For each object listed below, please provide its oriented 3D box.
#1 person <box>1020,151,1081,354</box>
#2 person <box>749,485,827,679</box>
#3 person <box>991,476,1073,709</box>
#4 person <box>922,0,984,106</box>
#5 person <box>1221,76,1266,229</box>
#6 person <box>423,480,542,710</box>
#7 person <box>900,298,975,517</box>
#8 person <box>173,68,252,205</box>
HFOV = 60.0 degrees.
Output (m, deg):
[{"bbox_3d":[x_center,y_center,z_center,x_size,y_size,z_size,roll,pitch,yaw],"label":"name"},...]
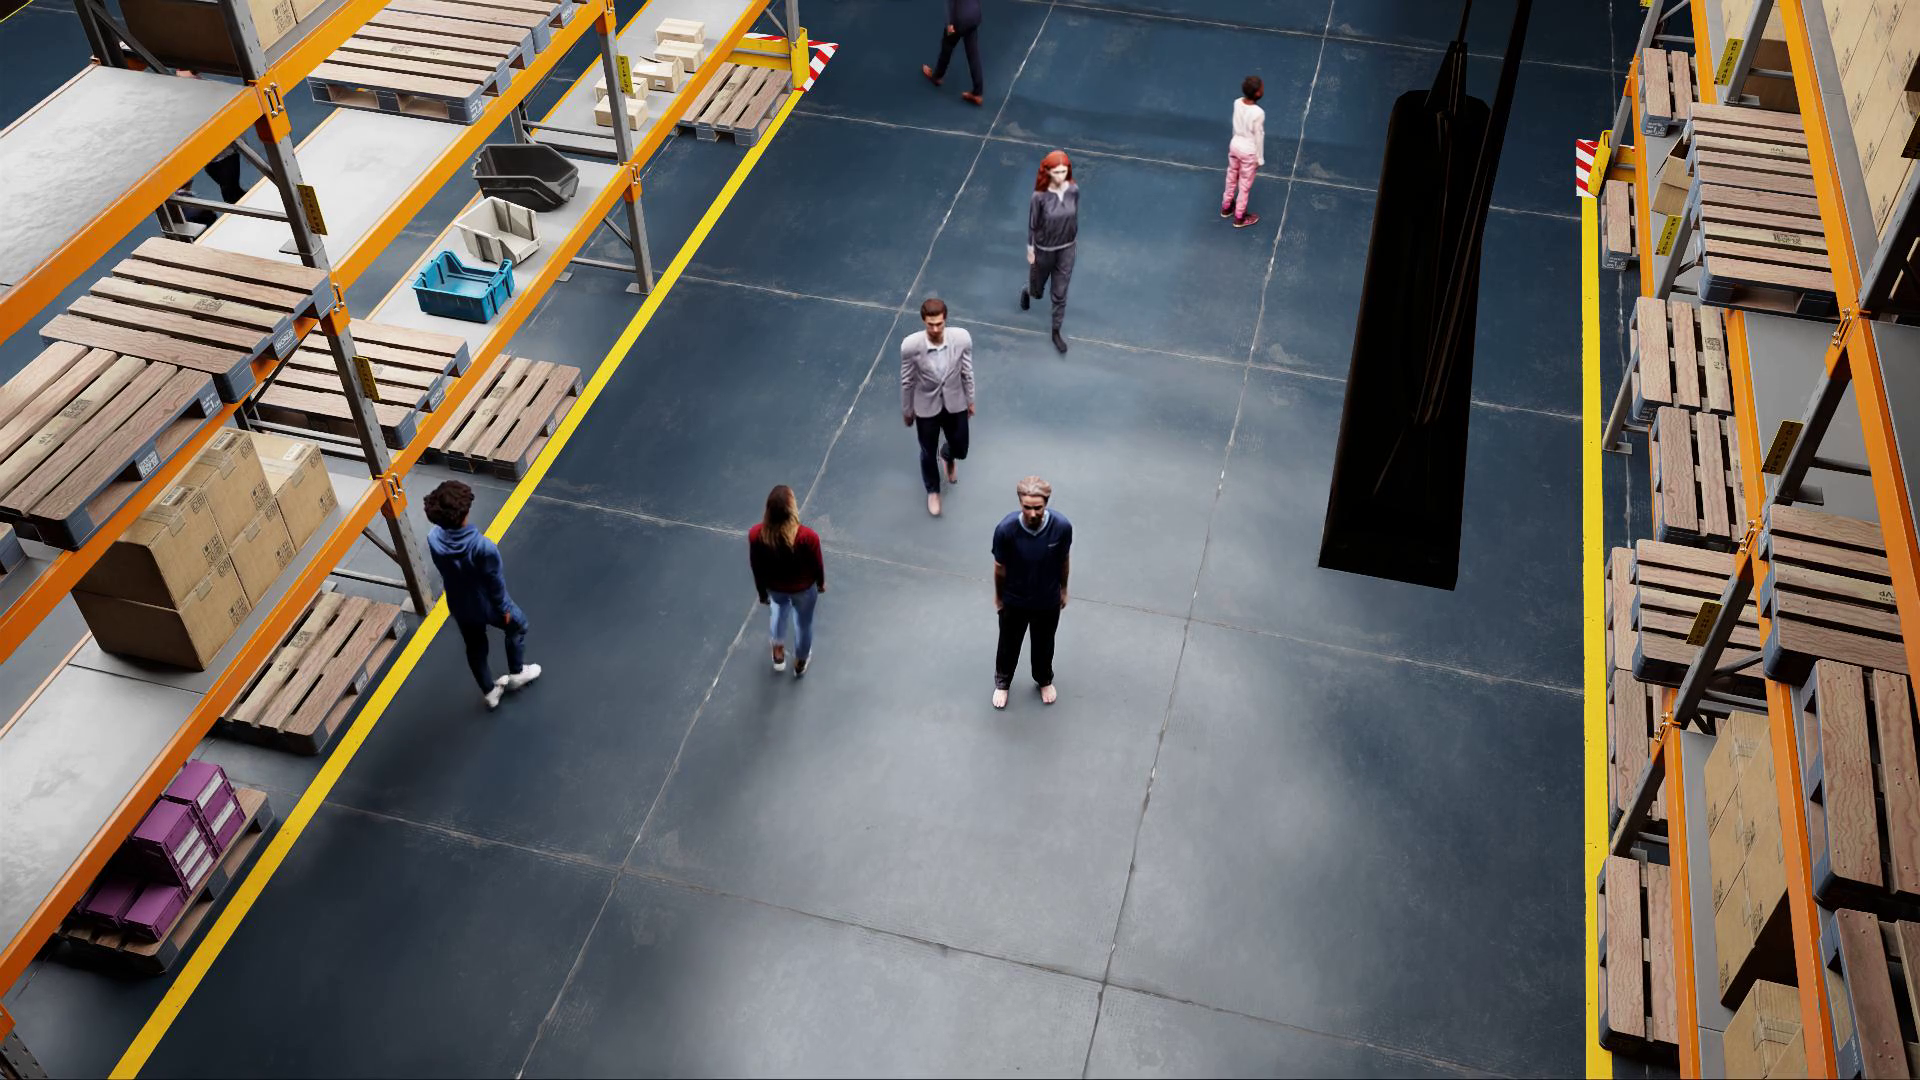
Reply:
[{"bbox_3d":[0.726,-2.389,13.479,0.883,1.766,1.010,-14,45,-15],"label":"person"},{"bbox_3d":[-1.107,0.331,10.729,0.629,1.622,0.628,6,44,6],"label":"person"},{"bbox_3d":[0.442,0.330,10.549,0.728,1.872,0.673,-4,44,-4],"label":"person"},{"bbox_3d":[0.085,-5.092,16.372,1.104,1.689,1.080,-32,52,-29],"label":"person"},{"bbox_3d":[2.545,-3.499,14.875,0.664,1.447,0.607,-22,48,-22],"label":"person"},{"bbox_3d":[-3.088,0.421,10.507,0.690,1.796,0.663,13,45,13],"label":"person"},{"bbox_3d":[-0.156,-1.033,12.007,0.841,1.834,0.896,-5,44,-5],"label":"person"},{"bbox_3d":[-6.414,-3.397,14.493,0.790,1.827,1.133,7,44,7],"label":"person"}]
